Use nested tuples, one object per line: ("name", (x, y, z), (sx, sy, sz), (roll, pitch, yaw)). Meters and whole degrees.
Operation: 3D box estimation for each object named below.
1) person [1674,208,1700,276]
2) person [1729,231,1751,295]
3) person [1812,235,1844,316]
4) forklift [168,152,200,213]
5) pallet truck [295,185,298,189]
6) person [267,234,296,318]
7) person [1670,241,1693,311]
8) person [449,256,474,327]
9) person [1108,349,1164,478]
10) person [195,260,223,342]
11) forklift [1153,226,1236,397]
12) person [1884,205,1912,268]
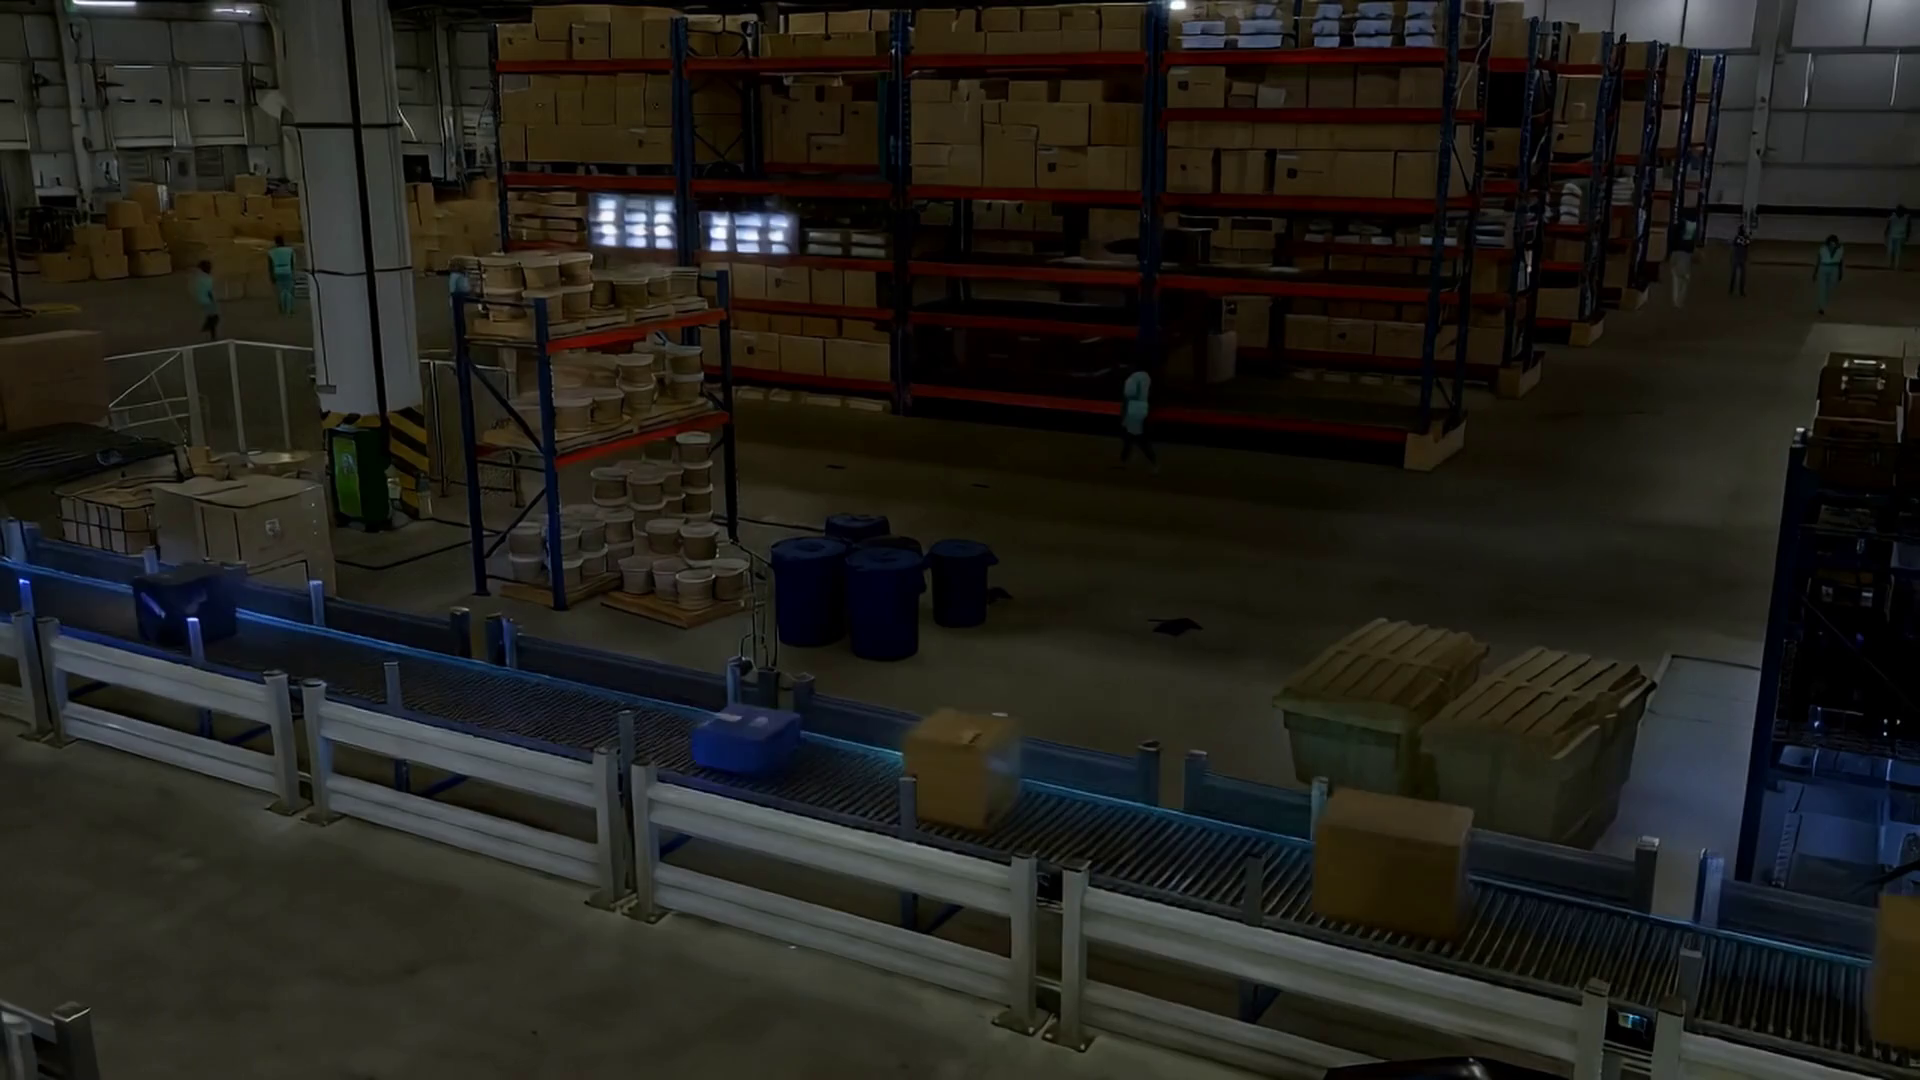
("person", (20.219, -8.284, 46.239), (0.599, 1.837, 1.039), (-11, 18, -35))
("person", (19.464, -6.911, 41.535), (0.513, 1.602, 0.801), (3, 15, 10))
("person", (19.744, -6.024, 37.829), (0.578, 1.804, 0.989), (3, 15, 12))
("forklift", (-28.984, -13.085, 62.291), (1.873, 2.768, 1.129), (8, 17, 28))
("pallet truck", (-26.804, -14.617, 69.738), (1.885, 1.965, 0.823), (-14, 20, -42))
("person", (-15.178, -5.919, 37.303), (0.590, 1.868, 1.024), (-8, 17, -27))
("person", (16.794, -6.163, 38.735), (0.504, 1.577, 0.859), (9, 18, 31))
("person", (-9.549, -4.481, 31.825), (0.565, 1.895, 0.675), (-11, 19, -37))
("person", (2.330, -1.645, 21.615), (0.824, 1.662, 0.533), (9, 17, 31))
("person", (-15.081, -4.762, 33.275), (0.471, 1.683, 0.549), (-11, 18, -35))
("forklift", (3.535, -3.791, 27.351), (1.873, 2.768, 1.129), (8, 17, 28))
("person", (27.198, -8.802, 48.279), (0.661, 1.786, 0.981), (10, 18, 34))
